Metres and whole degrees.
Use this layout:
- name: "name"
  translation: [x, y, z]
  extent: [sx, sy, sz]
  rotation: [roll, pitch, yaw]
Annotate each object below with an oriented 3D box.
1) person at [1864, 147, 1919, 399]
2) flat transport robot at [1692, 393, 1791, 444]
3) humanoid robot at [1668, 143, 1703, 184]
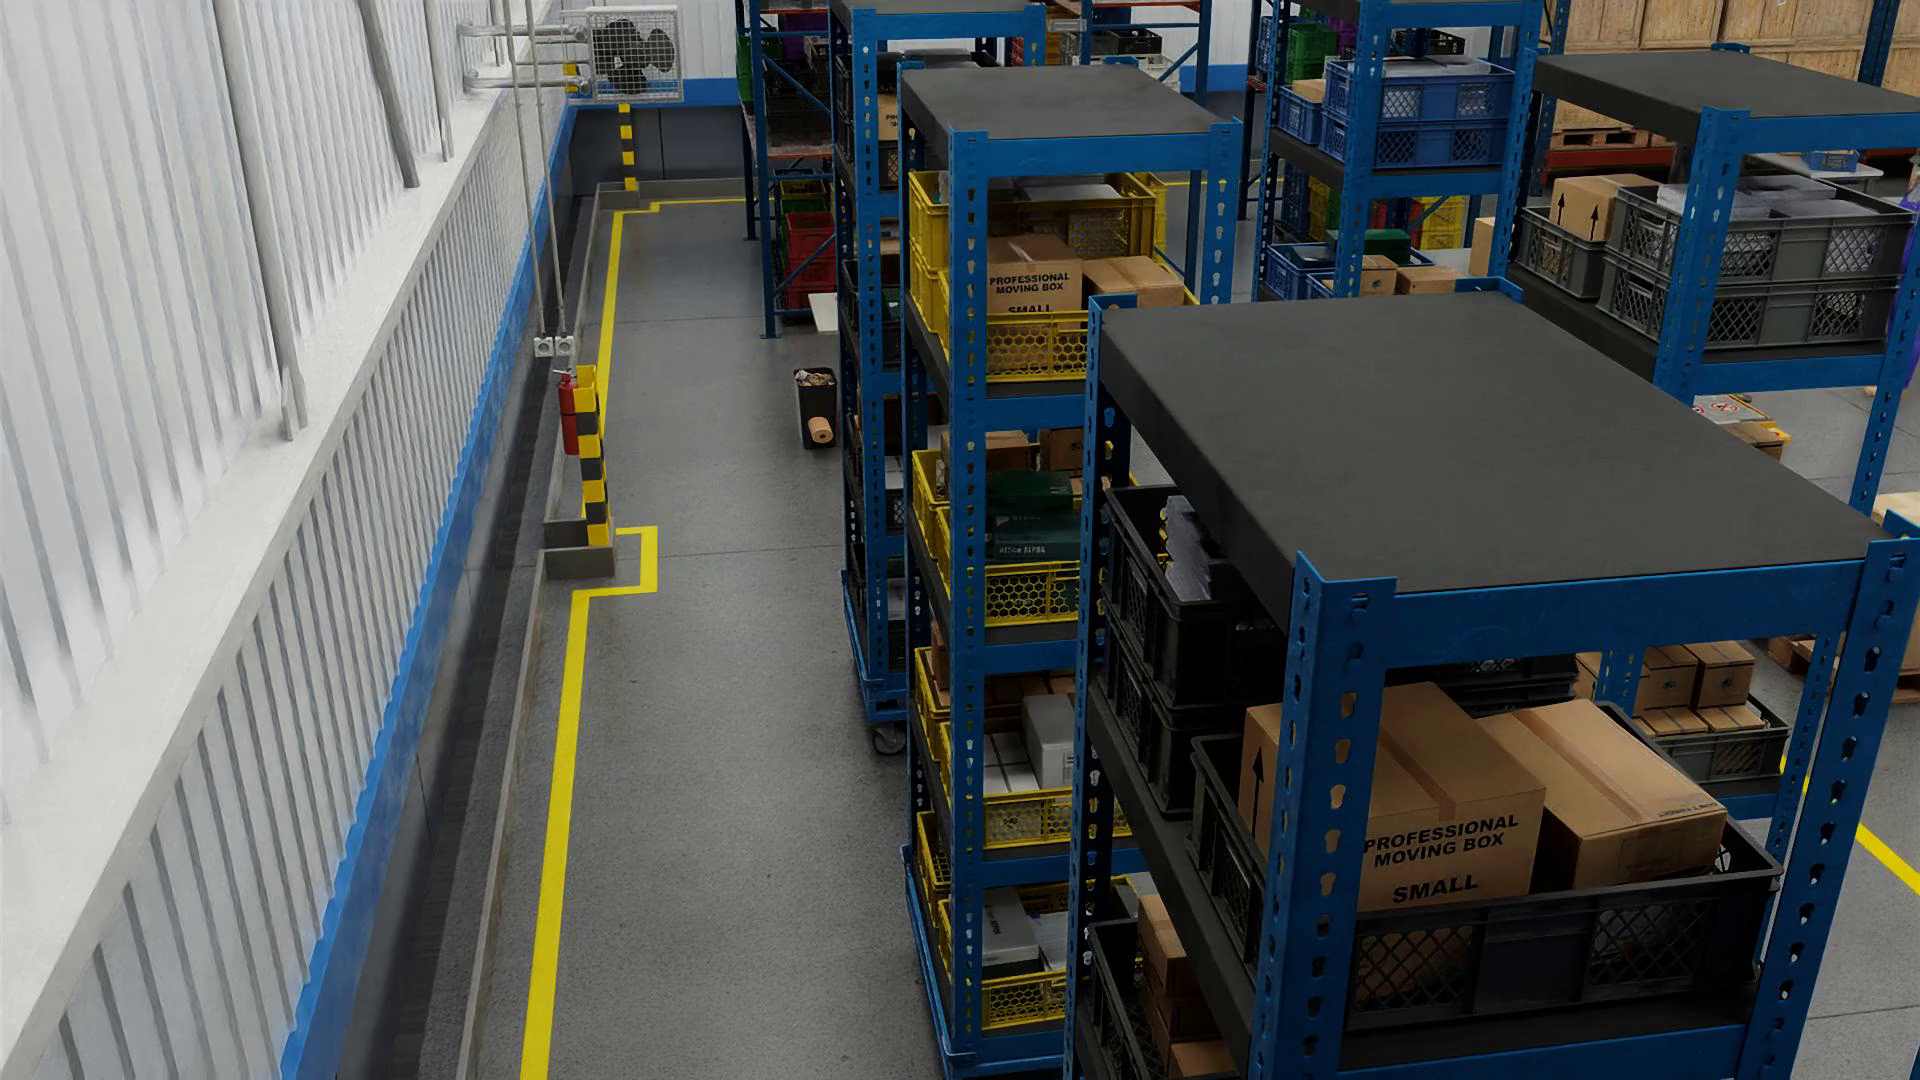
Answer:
- name: "person"
  translation: [7.279, -2.101, 12.748]
  extent: [0.536, 2.000, 0.678]
  rotation: [6, 25, 12]
- name: "flat transport robot"
  translation: [5.224, -0.859, 12.132]
  extent: [1.431, 0.197, 0.652]
  rotation: [-4, 25, -8]
- name: "humanoid robot"
  translation: [6.780, -3.240, 15.651]
  extent: [0.427, 1.645, 0.602]
  rotation: [6, 25, 13]
